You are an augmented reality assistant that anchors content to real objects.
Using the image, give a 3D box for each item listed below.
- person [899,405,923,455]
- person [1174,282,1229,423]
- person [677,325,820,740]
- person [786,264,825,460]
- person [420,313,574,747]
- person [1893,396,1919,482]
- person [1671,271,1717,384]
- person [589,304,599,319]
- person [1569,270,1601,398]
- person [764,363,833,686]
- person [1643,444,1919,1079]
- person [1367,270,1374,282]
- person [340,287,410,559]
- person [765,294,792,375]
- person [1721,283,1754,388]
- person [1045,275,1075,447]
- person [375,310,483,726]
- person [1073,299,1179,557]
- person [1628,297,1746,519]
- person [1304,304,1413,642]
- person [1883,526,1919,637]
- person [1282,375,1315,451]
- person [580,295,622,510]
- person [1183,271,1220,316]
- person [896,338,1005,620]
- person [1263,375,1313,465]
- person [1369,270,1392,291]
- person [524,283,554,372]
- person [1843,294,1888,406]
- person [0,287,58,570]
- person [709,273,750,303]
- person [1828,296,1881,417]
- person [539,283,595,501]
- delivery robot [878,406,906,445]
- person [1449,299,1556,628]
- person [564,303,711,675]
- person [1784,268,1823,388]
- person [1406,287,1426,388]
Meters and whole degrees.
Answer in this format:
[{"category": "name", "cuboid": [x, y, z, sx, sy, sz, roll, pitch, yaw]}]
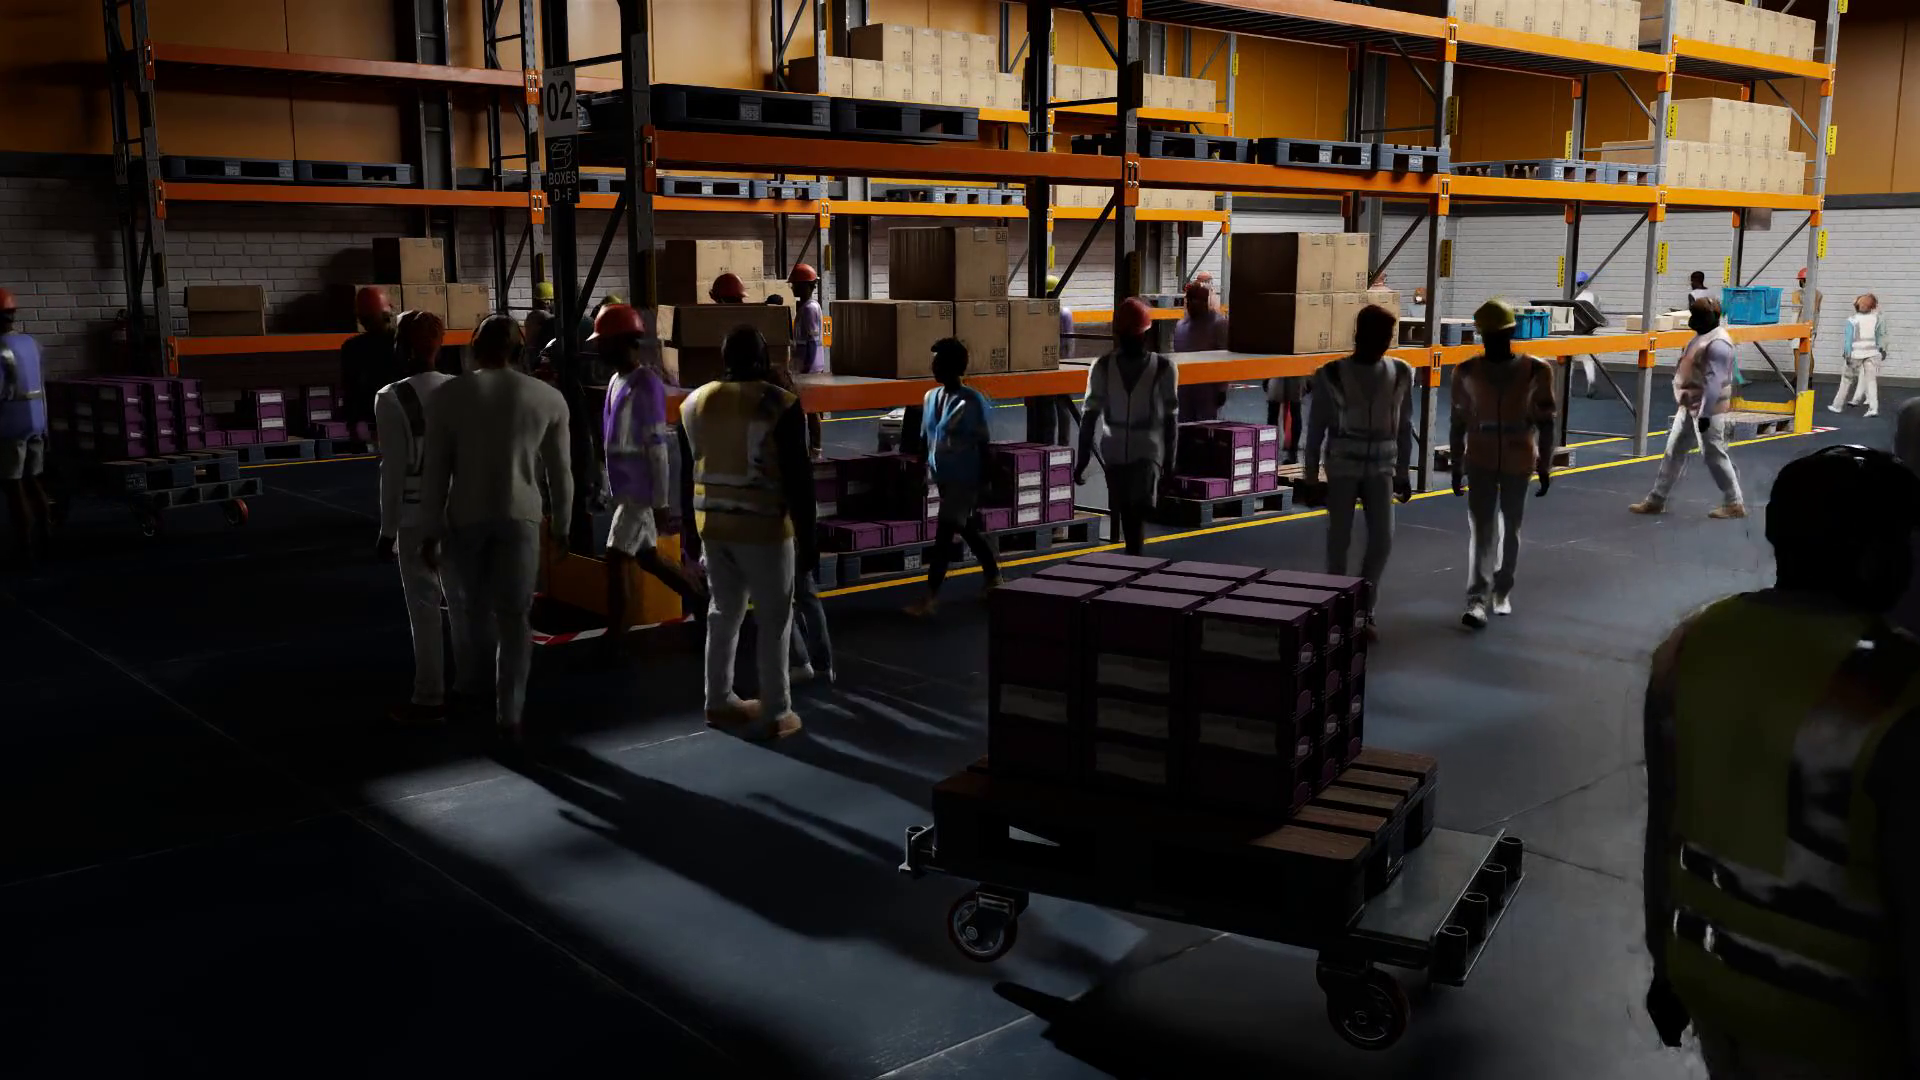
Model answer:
[{"category": "person", "cuboid": [-0.175, -1.109, 13.287, 0.903, 1.962, 0.638, -8, 12, -38]}, {"category": "person", "cuboid": [2.231, -1.420, 15.275, 0.581, 1.894, 0.655, -9, 13, -43]}, {"category": "person", "cuboid": [-0.944, -0.031, 7.368, 0.692, 1.828, 0.435, 5, 11, 28]}, {"category": "person", "cuboid": [-1.553, -1.745, 16.751, 0.373, 2.044, 0.606, -1, 10, -7]}, {"category": "person", "cuboid": [-2.074, -0.072, 7.468, 0.667, 1.869, 0.999, -2, 10, -12]}, {"category": "person", "cuboid": [4.043, 0.051, 6.784, 0.603, 1.849, 0.565, 0, 10, 3]}, {"category": "person", "cuboid": [12.144, -3.467, 27.299, 0.650, 1.891, 0.458, -5, 11, -26]}, {"category": "person", "cuboid": [-3.754, -1.671, 17.513, 0.268, 1.631, 0.507, -5, 11, -29]}, {"category": "person", "cuboid": [9.309, -3.080, 24.923, 0.609, 1.919, 0.823, 0, 10, 2]}, {"category": "person", "cuboid": [-0.832, -0.061, 8.174, 0.423, 1.604, 0.518, 0, 10, -1]}, {"category": "person", "cuboid": [1.309, 0.759, 2.713, 0.649, 1.831, 0.649, -2, 10, -13]}, {"category": "person", "cuboid": [7.340, -3.933, 30.064, 0.321, 1.871, 0.532, -9, 13, -41]}, {"category": "person", "cuboid": [-4.064, -0.853, 11.939, 0.653, 1.914, 1.058, 0, 10, -1]}, {"category": "person", "cuboid": [-2.075, -1.917, 18.773, 0.316, 1.696, 0.540, -9, 13, -41]}, {"category": "person", "cuboid": [12.357, -3.287, 26.769, 0.900, 1.696, 0.534, 2, 10, 12]}, {"category": "person", "cuboid": [0.987, -1.879, 17.879, 0.387, 1.922, 0.593, -5, 11, -29]}, {"category": "person", "cuboid": [-2.412, -0.097, 7.568, 0.353, 1.884, 0.578, 5, 11, 28]}, {"category": "person", "cuboid": [1.026, -0.516, 10.071, 0.570, 1.879, 1.022, 3, 10, 18]}, {"category": "person", "cuboid": [6.006, -1.070, 13.529, 0.872, 1.804, 0.646, 1, 10, 5]}, {"category": "person", "cuboid": [2.195, -0.349, 9.107, 0.642, 1.859, 0.604, 0, 10, -2]}, {"category": "person", "cuboid": [1.940, 0.600, 3.327, 0.352, 1.937, 0.635, 0, 10, 1]}, {"category": "person", "cuboid": [3.697, -1.849, 18.361, 0.539, 1.709, 0.770, 6, 11, 30]}, {"category": "person", "cuboid": [-2.898, -1.145, 13.972, 0.621, 1.781, 0.941, -1, 10, -5]}, {"category": "person", "cuboid": [3.553, -2.942, 24.150, 0.409, 1.910, 0.651, -9, 13, -41]}, {"category": "person", "cuboid": [-0.018, -0.383, 9.935, 0.880, 1.648, 0.542, -7, 12, -35]}, {"category": "person", "cuboid": [3.292, -1.688, 16.790, 0.566, 1.935, 0.554, 6, 11, 30]}, {"category": "person", "cuboid": [6.897, -3.493, 27.373, 0.409, 1.910, 0.651, -9, 13, -41]}, {"category": "person", "cuboid": [-4.508, -1.885, 18.186, 0.404, 1.832, 0.599, -9, 13, -41]}, {"category": "person", "cuboid": [12.897, -2.702, 23.678, 0.845, 1.584, 0.534, -7, 12, -34]}, {"category": "person", "cuboid": [-6.431, -0.755, 11.281, 0.382, 1.931, 0.570, 1, 10, 4]}, {"category": "person", "cuboid": [-1.781, -1.051, 12.823, 0.395, 1.993, 0.616, 3, 10, 18]}, {"category": "person", "cuboid": [11.988, -2.440, 22.136, 0.518, 1.592, 0.855, 0, 10, -2]}, {"category": "person", "cuboid": [-3.387, -1.271, 14.409, 0.643, 1.906, 0.933, 2, 10, 11]}, {"category": "delivery robot", "cuboid": [-0.629, -1.231, 17.815, 0.477, 0.478, 0.707, 3, 10, 15]}, {"category": "person", "cuboid": [3.103, -0.437, 9.592, 0.595, 1.869, 0.964, 3, 10, 19]}, {"category": "person", "cuboid": [-1.620, -0.282, 8.645, 0.925, 1.898, 0.554, -6, 11, -30]}, {"category": "person", "cuboid": [13.584, -3.414, 26.829, 0.552, 1.935, 0.374, -3, 10, -18]}, {"category": "person", "cuboid": [7.435, -3.279, 26.930, 0.507, 1.631, 0.268, 7, 12, 37]}]
